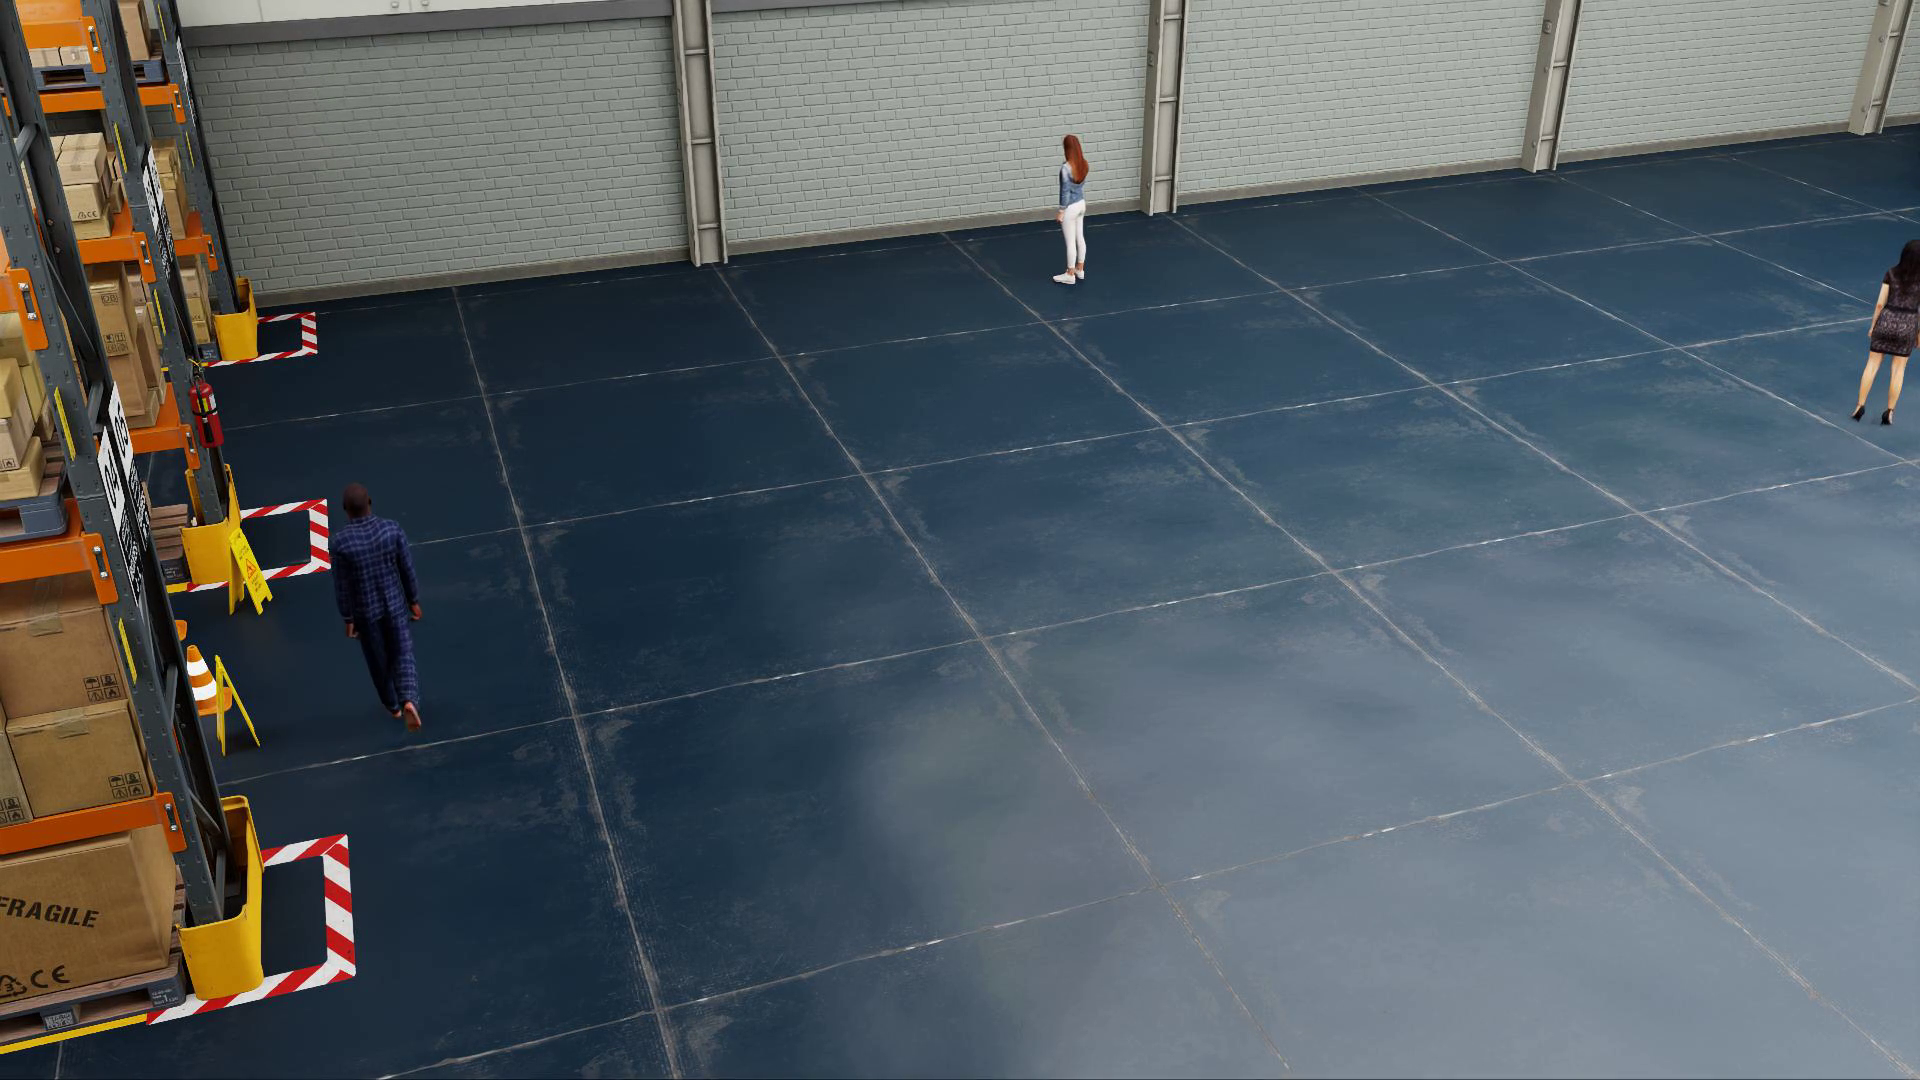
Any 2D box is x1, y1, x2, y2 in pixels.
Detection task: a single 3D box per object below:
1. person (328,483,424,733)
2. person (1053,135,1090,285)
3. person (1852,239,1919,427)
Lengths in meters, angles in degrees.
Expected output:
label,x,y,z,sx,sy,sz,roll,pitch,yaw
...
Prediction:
label,x,y,z,sx,sy,sz,roll,pitch,yaw
person,-3.809,0.483,10.937,0.924,1.801,0.826,-15,32,-26
person,1.306,-3.792,19.073,0.750,1.698,0.639,20,34,32
person,8.696,-1.928,15.482,0.665,1.784,0.688,17,32,29
